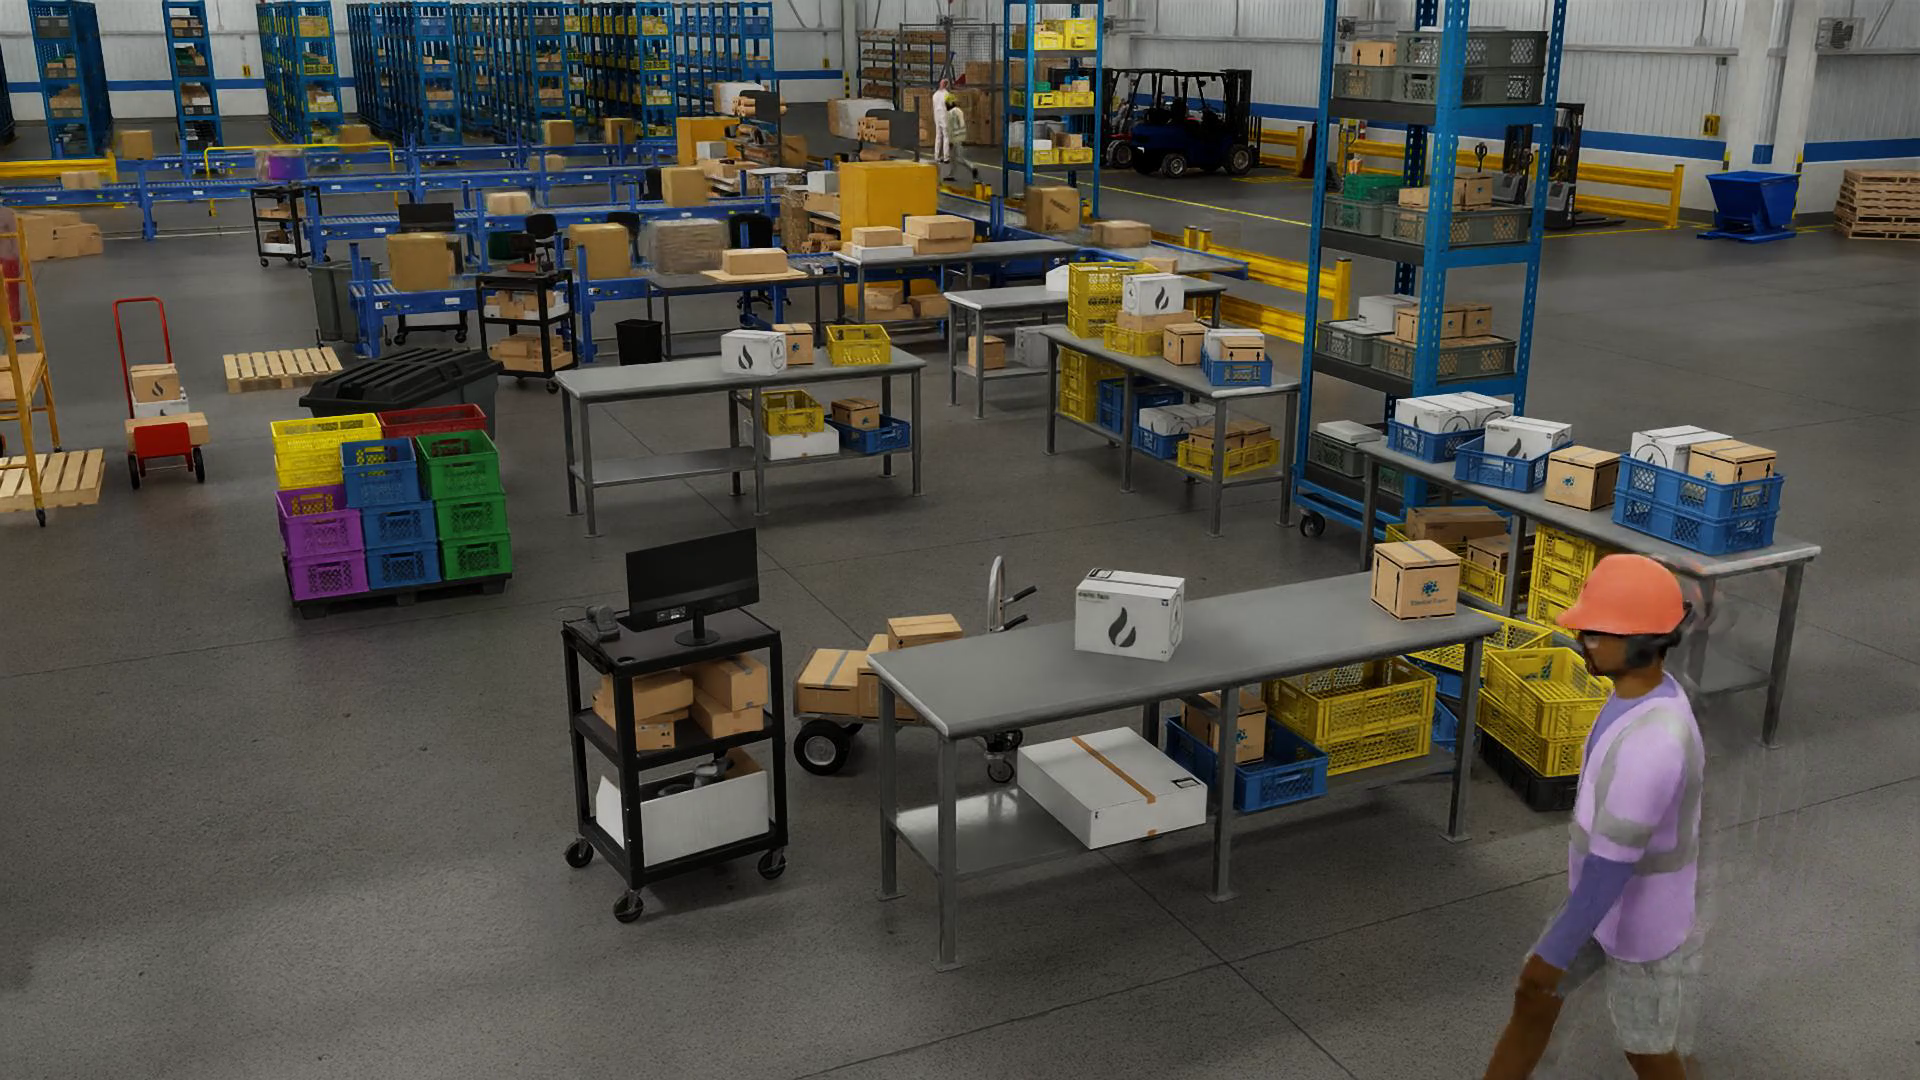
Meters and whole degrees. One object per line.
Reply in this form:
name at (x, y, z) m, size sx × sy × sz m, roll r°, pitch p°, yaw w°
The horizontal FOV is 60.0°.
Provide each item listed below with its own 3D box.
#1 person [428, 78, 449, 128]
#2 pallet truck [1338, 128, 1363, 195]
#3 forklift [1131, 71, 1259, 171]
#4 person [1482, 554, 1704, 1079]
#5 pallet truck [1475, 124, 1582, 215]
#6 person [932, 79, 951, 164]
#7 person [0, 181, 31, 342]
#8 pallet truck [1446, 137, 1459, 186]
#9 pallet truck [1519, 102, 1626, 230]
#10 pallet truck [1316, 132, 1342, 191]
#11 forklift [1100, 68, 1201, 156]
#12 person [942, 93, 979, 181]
person at (-14.141, -11.652, 44.806) m, size 0.974 × 1.794 × 0.569 m, roll -4°, pitch 18°, yaw -13°
pallet truck at (7.845, -7.140, 31.411) m, size 1.522 × 1.261 × 0.704 m, roll -9°, pitch 20°, yaw -25°
forklift at (4.998, -8.936, 35.413) m, size 2.680 × 1.987 × 1.157 m, roll -9°, pitch 20°, yaw -25°
person at (1.689, 1.006, 4.613) m, size 1.007 × 1.994 × 0.615 m, roll 4°, pitch 18°, yaw 12°
pallet truck at (9.707, -6.455, 28.103) m, size 1.885 × 1.965 × 0.823 m, roll -7°, pitch 19°, yaw -20°
person at (-0.341, -9.623, 38.244) m, size 0.400 × 1.900 × 0.641 m, roll -16°, pitch 23°, yaw -40°
person at (-10.066, -2.940, 17.434) m, size 0.538 × 1.757 × 0.436 m, roll 2°, pitch 18°, yaw 5°
pallet truck at (9.184, -6.485, 29.328) m, size 1.630 × 1.274 × 0.653 m, roll -8°, pitch 19°, yaw -23°
pallet truck at (9.972, -6.037, 26.785) m, size 1.885 × 1.965 × 0.823 m, roll -9°, pitch 20°, yaw -25°
pallet truck at (7.723, -7.504, 32.656) m, size 1.601 × 1.201 × 0.680 m, roll -8°, pitch 19°, yaw -23°
forklift at (4.082, -9.564, 37.410) m, size 2.680 × 1.987 × 1.157 m, roll -8°, pitch 19°, yaw -23°
person at (0.009, -8.214, 34.014) m, size 0.773 × 1.788 × 0.599 m, roll 6°, pitch 19°, yaw 19°
